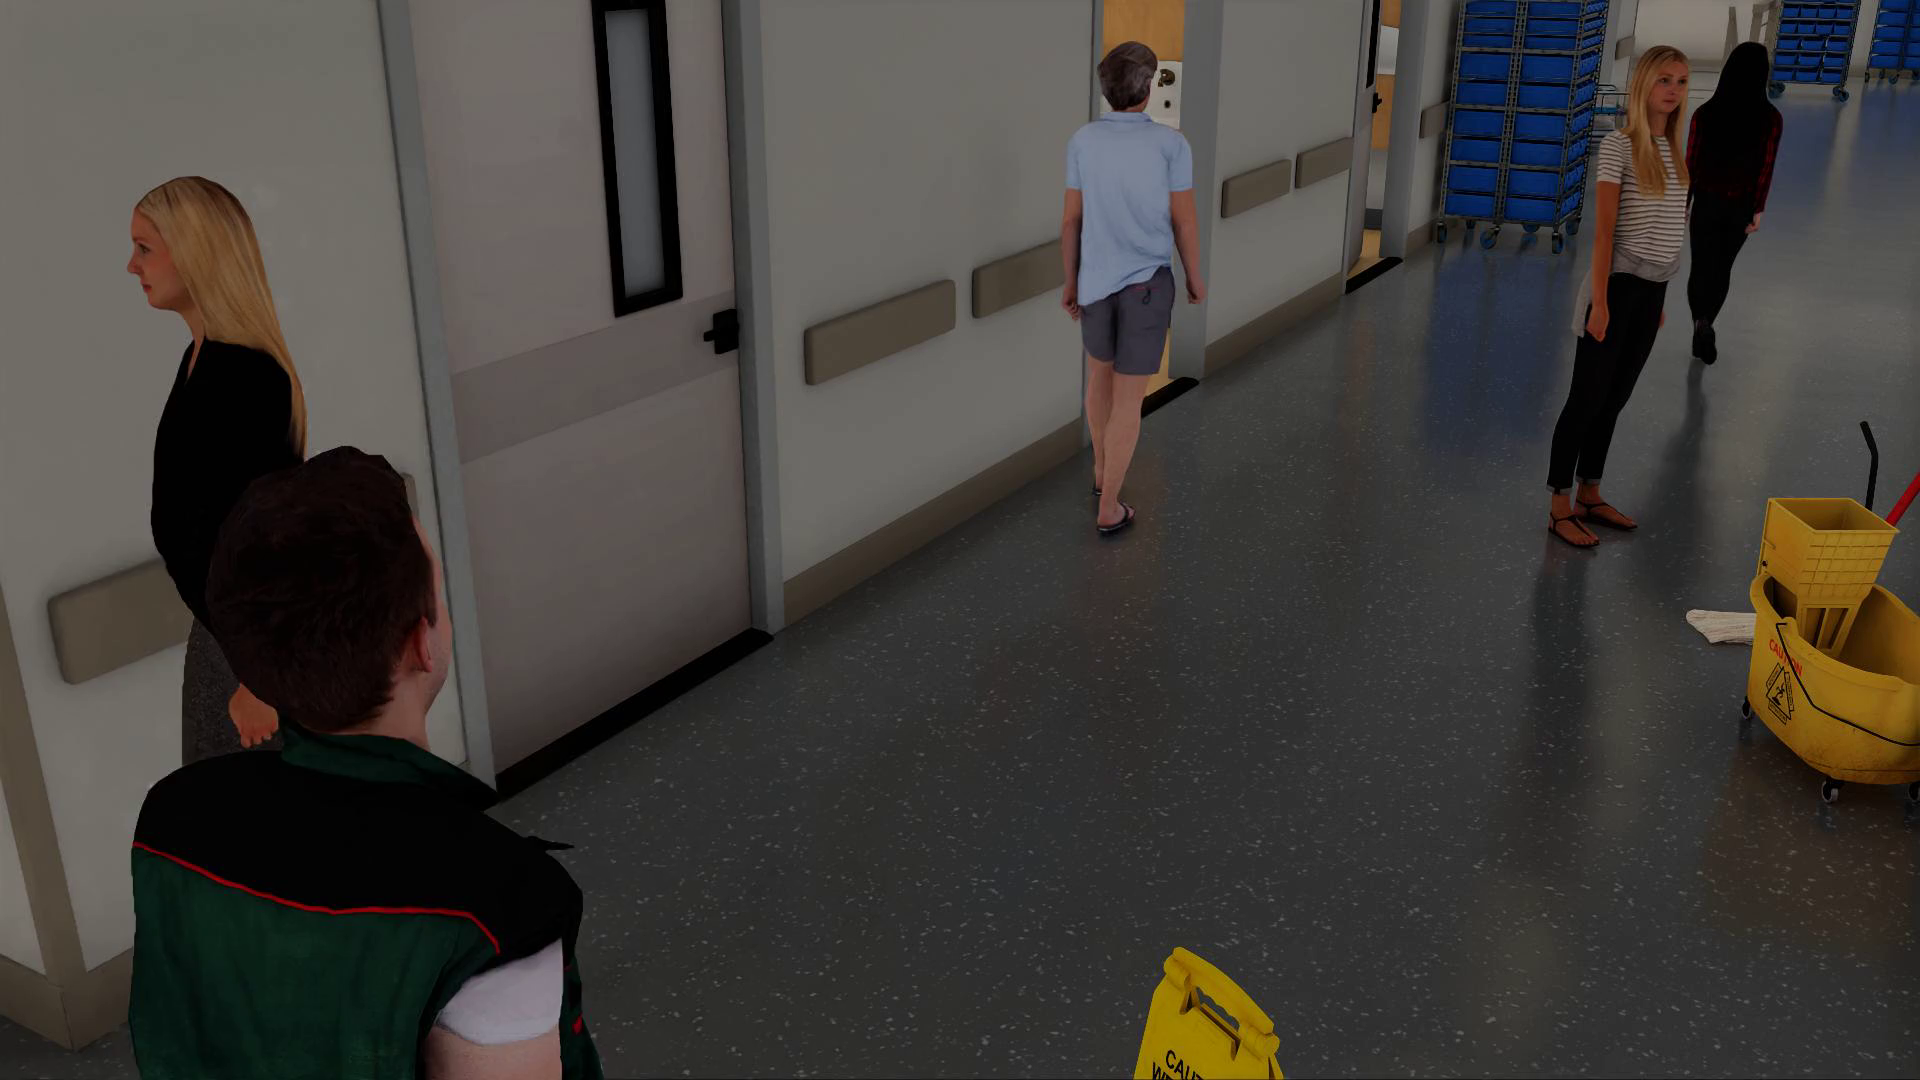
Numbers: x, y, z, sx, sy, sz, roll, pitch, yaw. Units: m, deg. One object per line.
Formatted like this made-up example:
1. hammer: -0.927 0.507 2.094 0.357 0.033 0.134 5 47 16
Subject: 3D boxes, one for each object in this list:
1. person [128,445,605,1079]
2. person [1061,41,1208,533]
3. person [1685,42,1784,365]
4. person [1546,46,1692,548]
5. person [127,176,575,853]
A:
1. person: -0.577 0.835 1.651 0.780 1.805 1.201 7 22 19
2. person: 0.587 -0.910 6.254 0.671 1.811 0.846 11 23 26
3. person: 3.914 -1.666 8.509 0.685 1.627 1.045 8 22 19
4. person: 2.459 -0.897 6.201 0.593 1.823 0.743 -16 26 -36
5. person: -1.234 0.237 3.220 1.161 1.814 0.890 -15 25 -34
